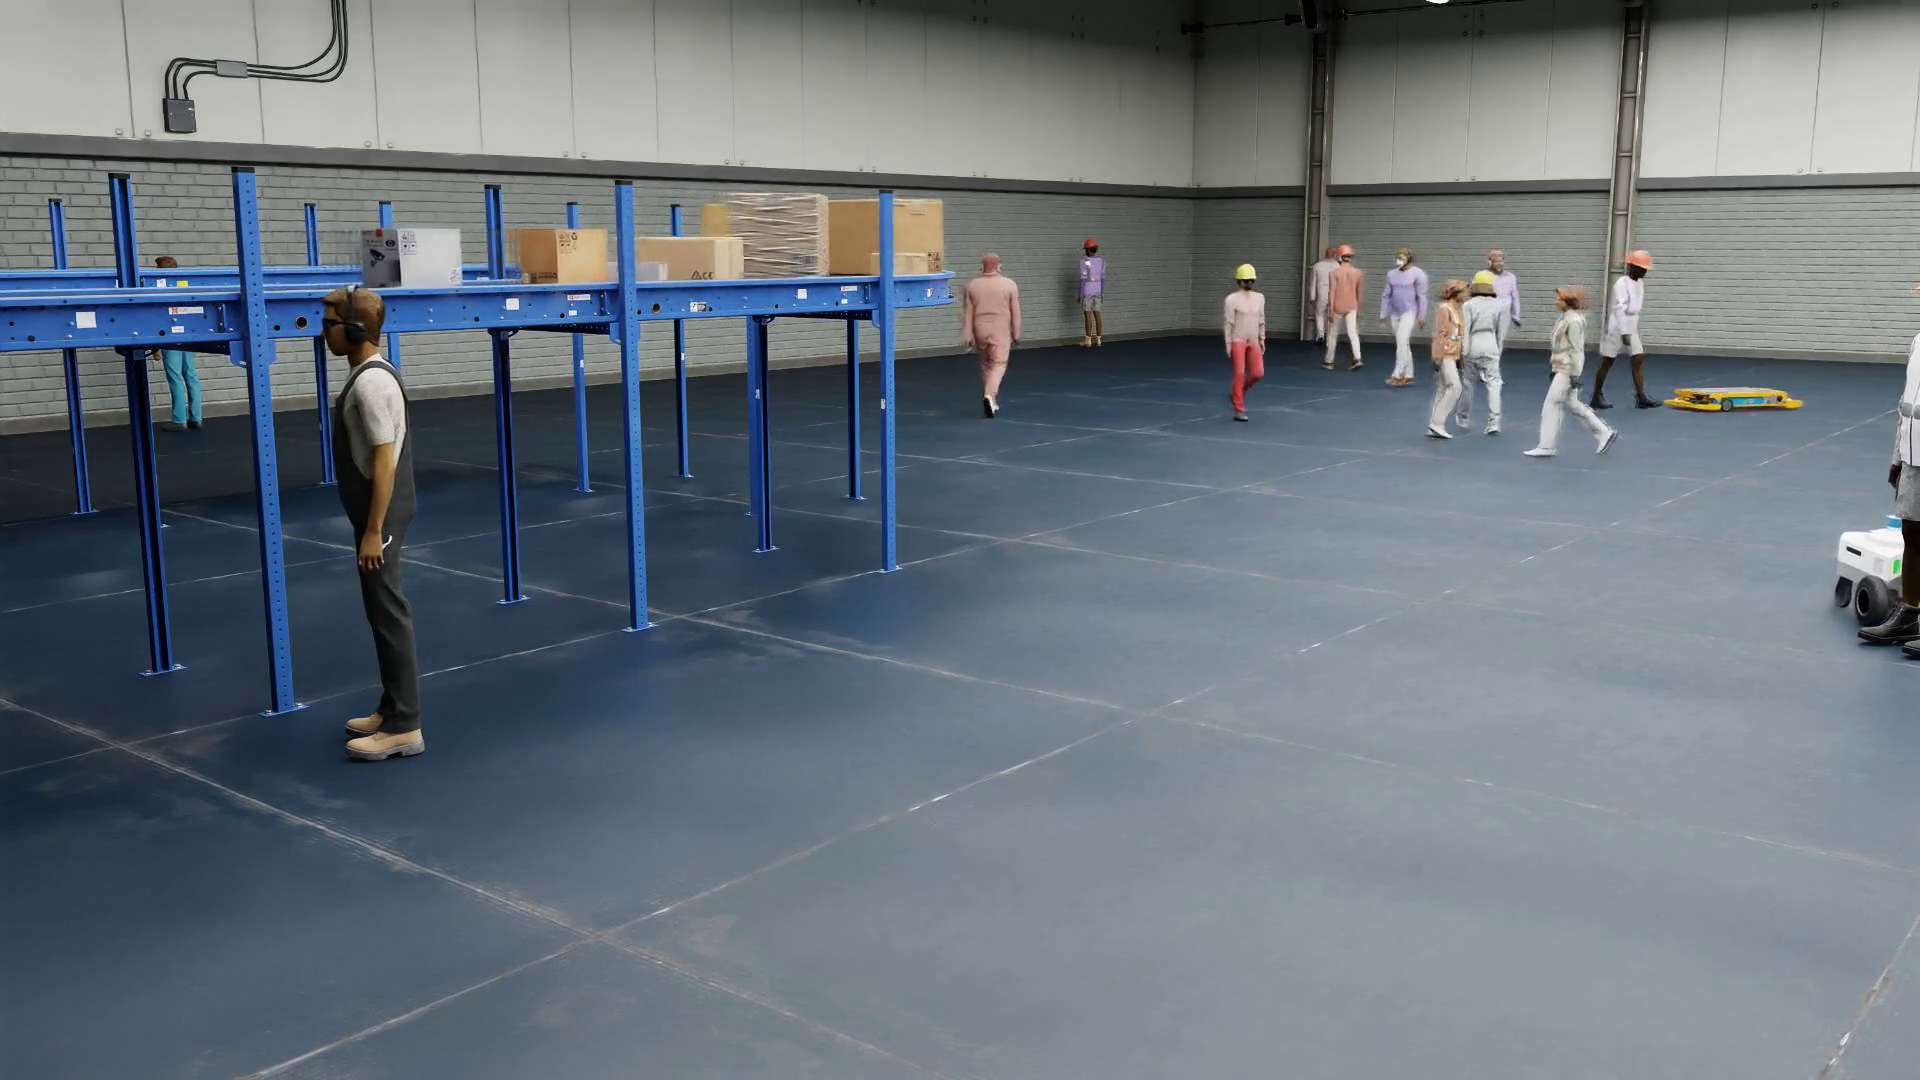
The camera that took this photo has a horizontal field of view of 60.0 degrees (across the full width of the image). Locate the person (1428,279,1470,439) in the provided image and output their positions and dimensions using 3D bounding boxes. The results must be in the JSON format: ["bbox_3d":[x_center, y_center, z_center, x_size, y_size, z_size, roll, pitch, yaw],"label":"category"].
[{"bbox_3d":[4.970,-1.832,16.888,0.406,1.618,0.532,6,12,29],"label":"person"}]

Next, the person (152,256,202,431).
[{"bbox_3d":[-8.363,-2.097,17.754,0.392,1.846,0.564,3,11,18],"label":"person"}]

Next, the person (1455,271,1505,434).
[{"bbox_3d":[5.510,-1.987,17.578,0.494,1.685,0.951,0,10,-2],"label":"person"}]

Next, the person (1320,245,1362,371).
[{"bbox_3d":[6.030,-3.632,25.999,0.639,1.948,1.030,-3,11,-16],"label":"person"}]

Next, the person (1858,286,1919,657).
[{"bbox_3d":[4.747,-0.403,8.105,0.354,1.942,0.543,-2,10,-9],"label":"person"}]

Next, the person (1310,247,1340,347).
[{"bbox_3d":[6.965,-4.588,31.436,0.664,1.887,0.447,3,11,15],"label":"person"}]

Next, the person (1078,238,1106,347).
[{"bbox_3d":[2.488,-4.708,31.670,0.606,2.047,0.368,-8,13,-36],"label":"person"}]

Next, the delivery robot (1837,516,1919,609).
[{"bbox_3d":[5.032,0.113,8.945,0.477,0.478,0.707,1,10,5],"label":"delivery robot"}]

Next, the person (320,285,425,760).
[{"bbox_3d":[-2.307,-0.073,6.540,0.330,1.844,0.520,-3,11,-18],"label":"person"}]

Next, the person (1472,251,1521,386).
[{"bbox_3d":[7.516,-3.134,23.444,0.641,1.873,0.938,-2,11,-13],"label":"person"}]

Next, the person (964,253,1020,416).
[{"bbox_3d":[0.348,-2.383,19.278,0.634,1.873,0.879,4,11,20],"label":"person"}]

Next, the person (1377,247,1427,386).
[{"bbox_3d":[6.069,-3.084,23.050,0.883,1.902,0.629,-7,12,-33],"label":"person"}]

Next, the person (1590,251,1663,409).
[{"bbox_3d":[7.994,-2.495,19.850,0.598,1.879,0.897,-7,12,-33],"label":"person"}]

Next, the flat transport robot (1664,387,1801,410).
[{"bbox_3d":[9.358,-1.719,20.147,1.431,0.197,0.652,-3,11,-14],"label":"flat transport robot"}]

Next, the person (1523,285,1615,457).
[{"bbox_3d":[5.732,-1.572,15.515,0.766,1.608,0.518,2,10,13],"label":"person"}]

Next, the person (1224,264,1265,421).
[{"bbox_3d":[3.195,-2.225,18.725,0.539,1.750,0.421,-5,11,-24],"label":"person"}]
